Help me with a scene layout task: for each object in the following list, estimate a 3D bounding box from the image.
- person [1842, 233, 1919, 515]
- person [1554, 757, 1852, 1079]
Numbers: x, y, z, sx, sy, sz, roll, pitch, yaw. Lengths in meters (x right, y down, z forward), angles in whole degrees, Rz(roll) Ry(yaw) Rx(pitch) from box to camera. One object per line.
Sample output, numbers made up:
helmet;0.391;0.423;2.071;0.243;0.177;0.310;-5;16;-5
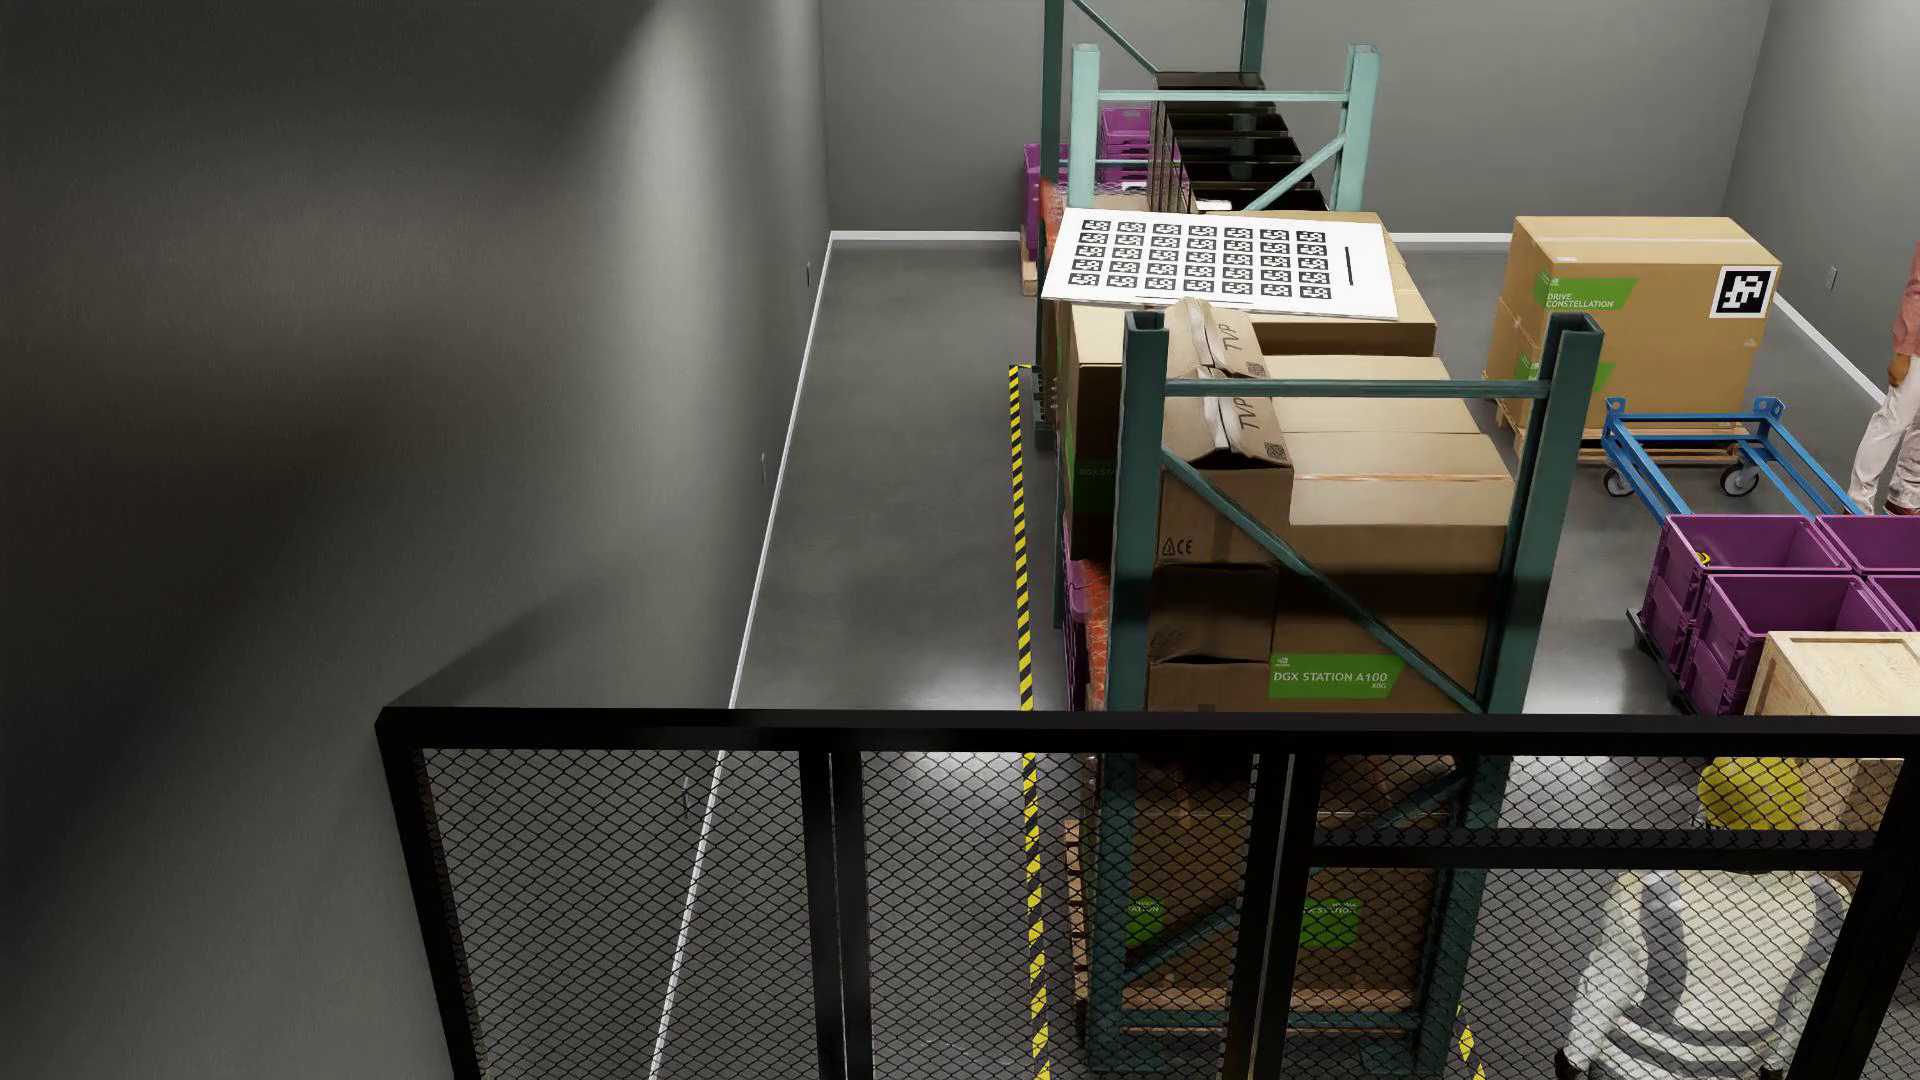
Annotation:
person;4.552;-0.899;7.653;0.608;1.996;0.382;-8;32;-13
person;1.820;1.262;4.219;0.598;1.832;0.404;0;31;0
